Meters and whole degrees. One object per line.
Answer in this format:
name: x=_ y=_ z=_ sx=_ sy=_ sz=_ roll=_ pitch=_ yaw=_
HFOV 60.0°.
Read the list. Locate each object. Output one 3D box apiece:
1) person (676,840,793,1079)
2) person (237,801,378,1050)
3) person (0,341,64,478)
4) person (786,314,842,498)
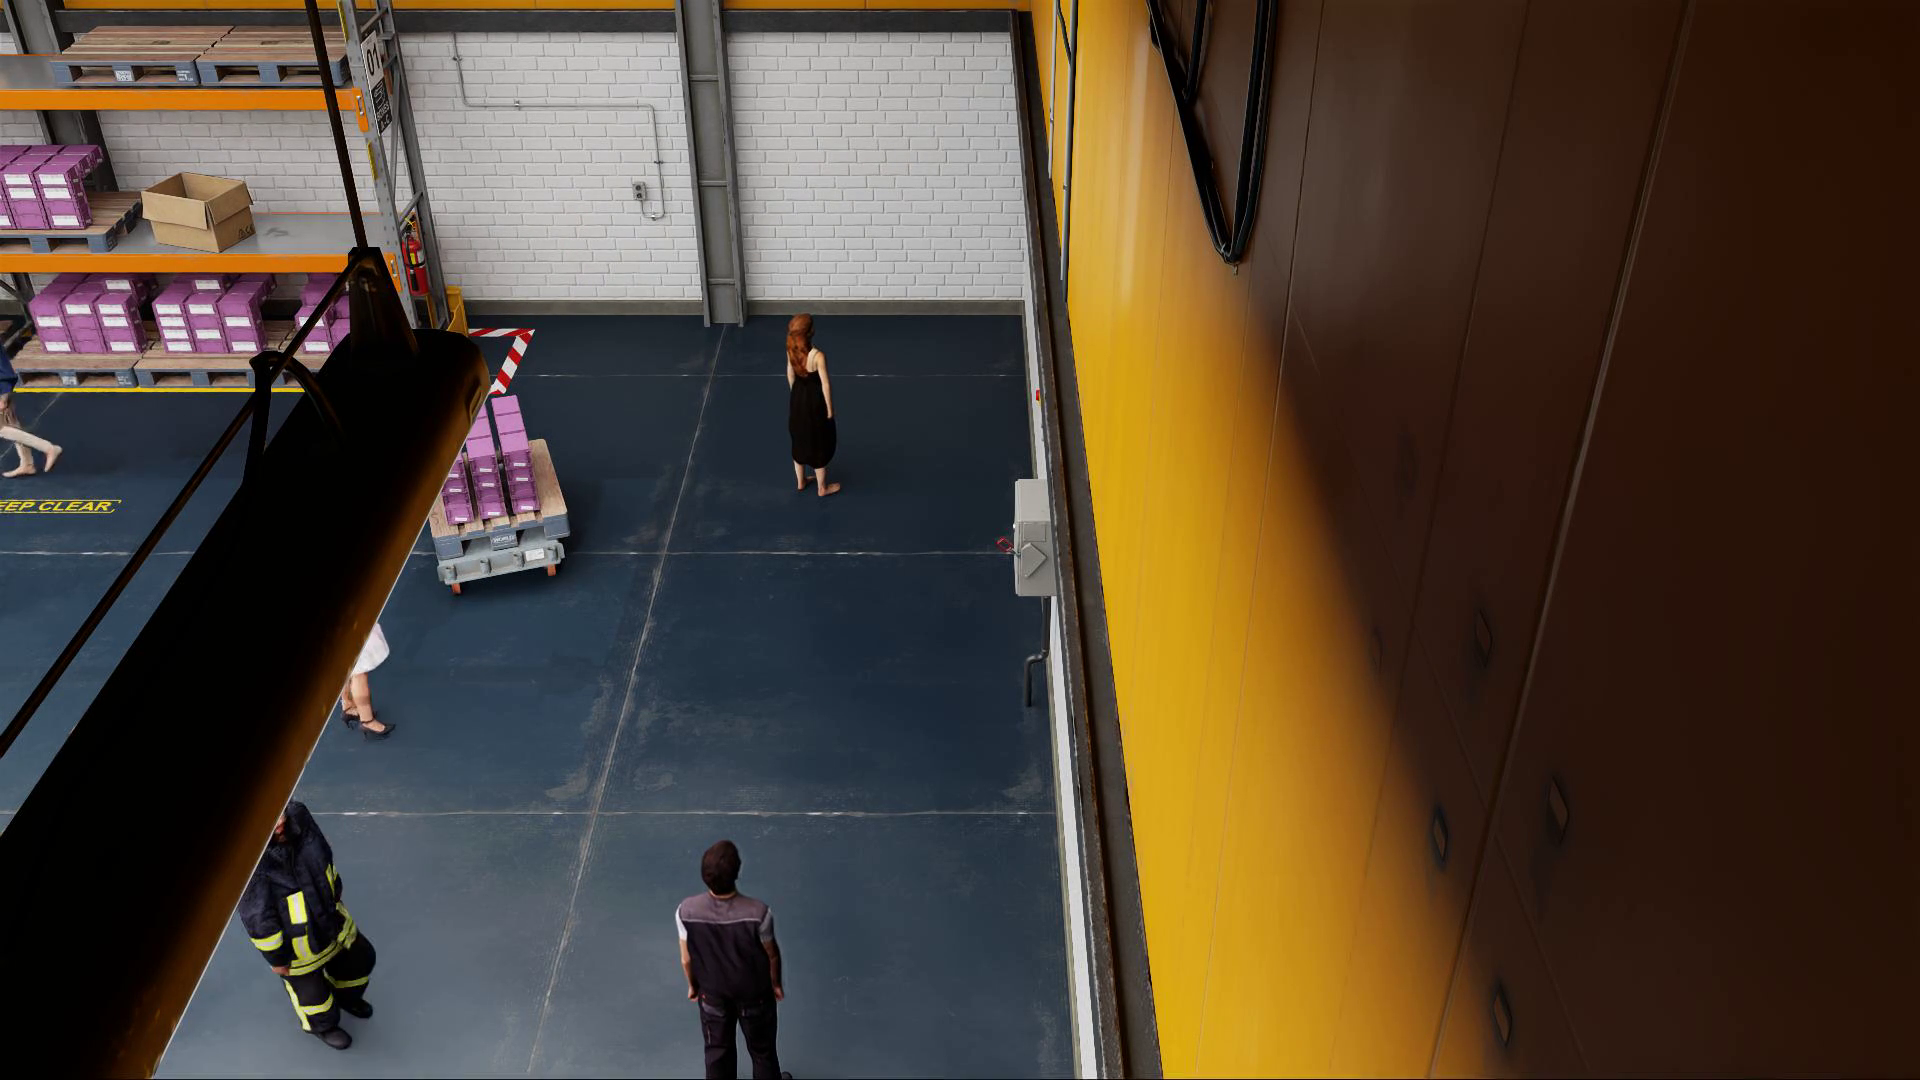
person: x=-1.133 y=2.238 z=8.347 sx=0.514 sy=1.848 sz=0.711 roll=2 pitch=34 yaw=3
person: x=-3.549 y=1.939 z=8.789 sx=0.898 sy=1.858 sz=0.906 roll=14 pitch=36 yaw=20
person: x=-7.863 y=-1.257 z=13.752 sx=0.847 sy=1.685 sz=0.721 roll=-8 pitch=34 yaw=-12
person: x=-1.237 y=-1.109 z=13.585 sx=0.658 sy=1.624 sz=0.735 roll=22 pitch=39 yaw=29
